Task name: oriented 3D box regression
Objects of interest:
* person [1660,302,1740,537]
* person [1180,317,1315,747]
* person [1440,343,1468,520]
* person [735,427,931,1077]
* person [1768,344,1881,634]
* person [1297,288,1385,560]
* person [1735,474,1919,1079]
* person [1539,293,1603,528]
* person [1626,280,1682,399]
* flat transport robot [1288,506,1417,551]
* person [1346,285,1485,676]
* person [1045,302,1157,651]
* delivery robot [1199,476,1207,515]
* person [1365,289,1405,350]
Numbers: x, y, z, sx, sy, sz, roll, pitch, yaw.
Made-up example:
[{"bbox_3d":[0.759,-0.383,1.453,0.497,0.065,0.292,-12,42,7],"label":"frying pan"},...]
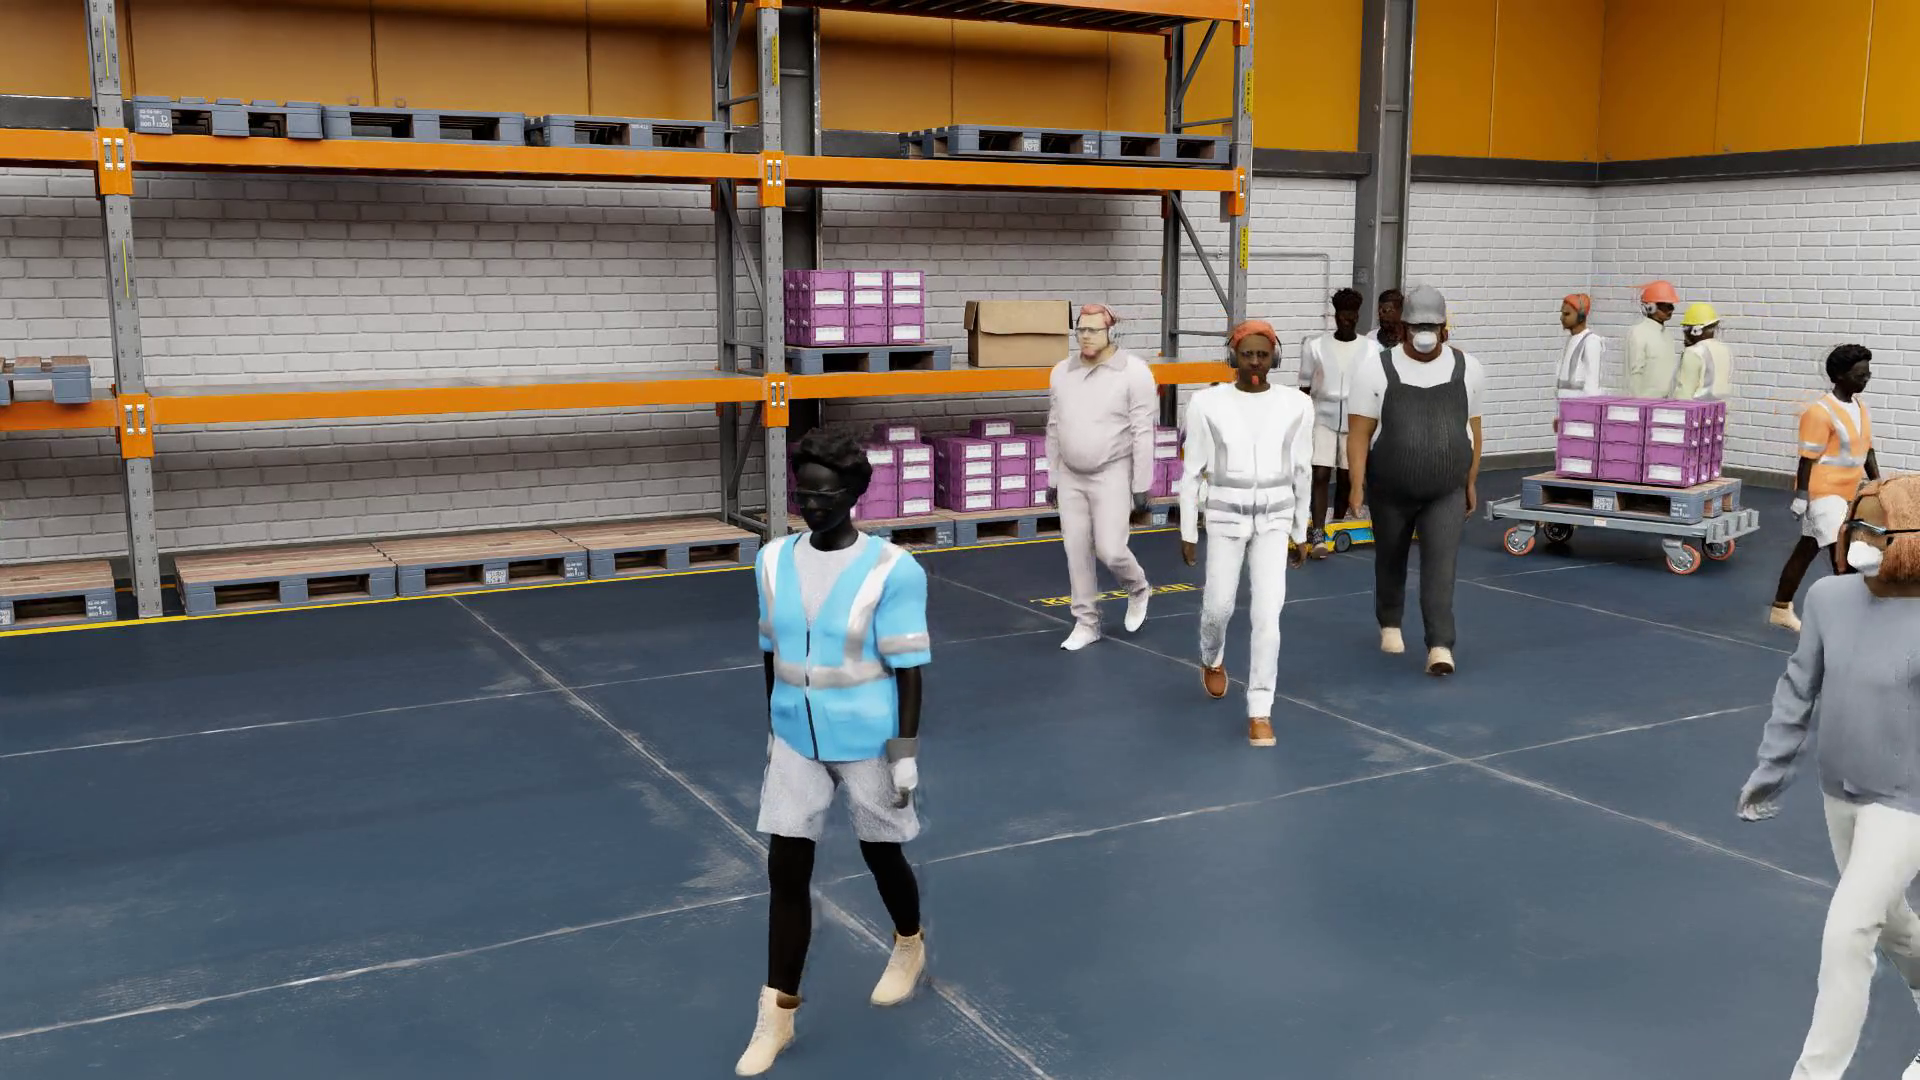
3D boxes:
[{"bbox_3d":[5.628,-0.890,12.593,0.613,1.816,0.632,-8,12,-41],"label":"person"},{"bbox_3d":[1.274,-0.069,7.474,0.583,1.862,0.820,0,9,1],"label":"person"},{"bbox_3d":[3.644,-0.926,12.905,0.908,1.795,0.611,-6,11,-33],"label":"person"},{"bbox_3d":[-0.309,0.534,4.453,0.540,1.684,0.758,4,10,25],"label":"person"},{"bbox_3d":[4.888,-0.241,9.133,0.539,1.649,0.869,-8,12,-39],"label":"person"},{"bbox_3d":[2.695,-0.808,11.783,0.621,1.913,0.945,1,9,7],"label":"person"},{"bbox_3d":[2.254,0.624,4.019,0.820,1.597,0.499,-2,10,-14],"label":"person"},{"bbox_3d":[4.864,-0.993,13.044,0.521,1.875,0.601,1,9,3],"label":"person"},{"bbox_3d":[5.507,-1.111,13.459,0.621,1.974,0.741,-9,13,-43],"label":"person"},{"bbox_3d":[2.911,-0.103,12.484,1.431,0.197,0.652,-5,11,-28],"label":"flat transport robot"},{"bbox_3d":[2.357,-0.351,8.616,0.700,2.000,1.034,1,9,8],"label":"person"},{"bbox_3d":[0.770,-0.348,9.078,0.642,1.892,0.544,6,11,34],"label":"person"},{"bbox_3d":[2.177,-0.360,12.905,0.707,0.478,0.477,4,10,21],"label":"delivery robot"},{"bbox_3d":[3.396,-1.002,13.006,0.442,1.898,0.611,-9,13,-43],"label":"person"}]
